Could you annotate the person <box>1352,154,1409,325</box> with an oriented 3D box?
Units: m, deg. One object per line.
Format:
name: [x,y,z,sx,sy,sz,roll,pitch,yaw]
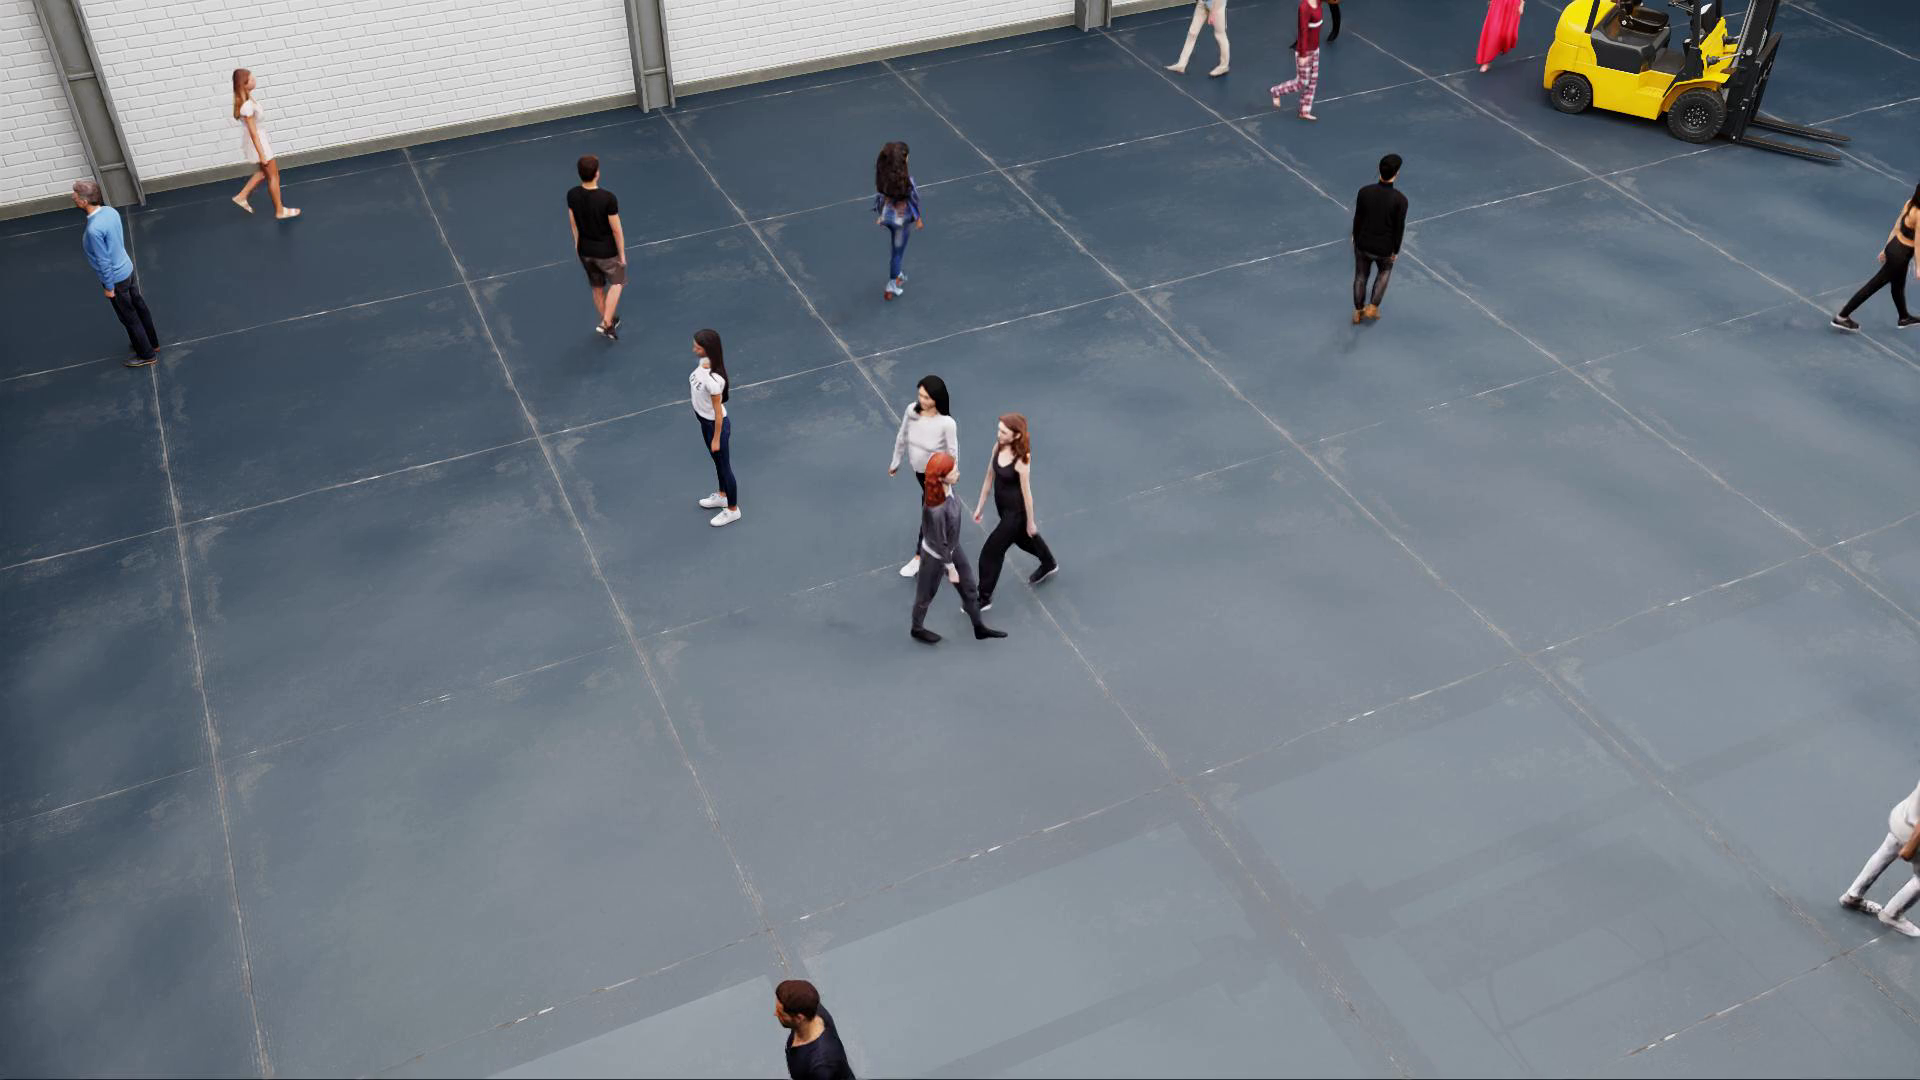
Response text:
person: [3.890,-2.790,15.667,0.737,1.714,0.778,17,42,20]

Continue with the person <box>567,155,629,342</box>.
person: [-3.381,-2.644,15.376,0.944,1.849,0.972,7,39,8]

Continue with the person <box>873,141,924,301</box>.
person: [-0.657,-3.062,16.092,0.720,1.608,0.746,31,48,33]

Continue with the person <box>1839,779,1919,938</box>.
person: [5.725,1.703,10.090,0.863,1.652,0.805,15,41,18]

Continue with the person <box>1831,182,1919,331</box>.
person: [8.679,-2.630,15.559,1.148,1.599,0.954,5,39,6]

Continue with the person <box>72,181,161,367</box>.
person: [-7.686,-2.448,15.153,0.684,1.820,0.717,-4,39,-5]

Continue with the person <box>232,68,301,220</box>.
person: [-7.404,-4.086,17.320,0.839,1.675,0.584,-17,42,-20]

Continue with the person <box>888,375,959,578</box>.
person: [-0.174,-0.597,12.961,0.921,1.663,1.114,27,46,30]

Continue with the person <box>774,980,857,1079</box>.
person: [-0.578,2.867,8.526,1.030,1.786,0.685,-20,43,-23]

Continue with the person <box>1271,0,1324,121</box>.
person: [3.983,-5.727,19.364,0.918,1.690,0.893,22,44,25]

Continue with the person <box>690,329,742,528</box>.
person: [-1.948,-0.916,13.270,0.532,1.776,0.598,-13,40,-16]

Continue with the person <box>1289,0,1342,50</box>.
person: [4.705,-7.048,21.034,1.251,1.669,0.930,-29,47,-31]

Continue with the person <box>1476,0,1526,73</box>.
person: [6.755,-6.602,20.442,0.823,1.711,0.918,25,45,28]

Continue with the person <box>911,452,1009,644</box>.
person: [-0.223,0.097,12.028,1.057,1.743,0.935,7,39,9]

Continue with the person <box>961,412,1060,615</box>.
person: [0.472,-0.266,12.519,1.147,1.698,0.618,-19,43,-23]

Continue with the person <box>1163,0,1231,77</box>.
person: [3.166,-6.537,20.278,1.053,1.815,0.650,-15,41,-18]
